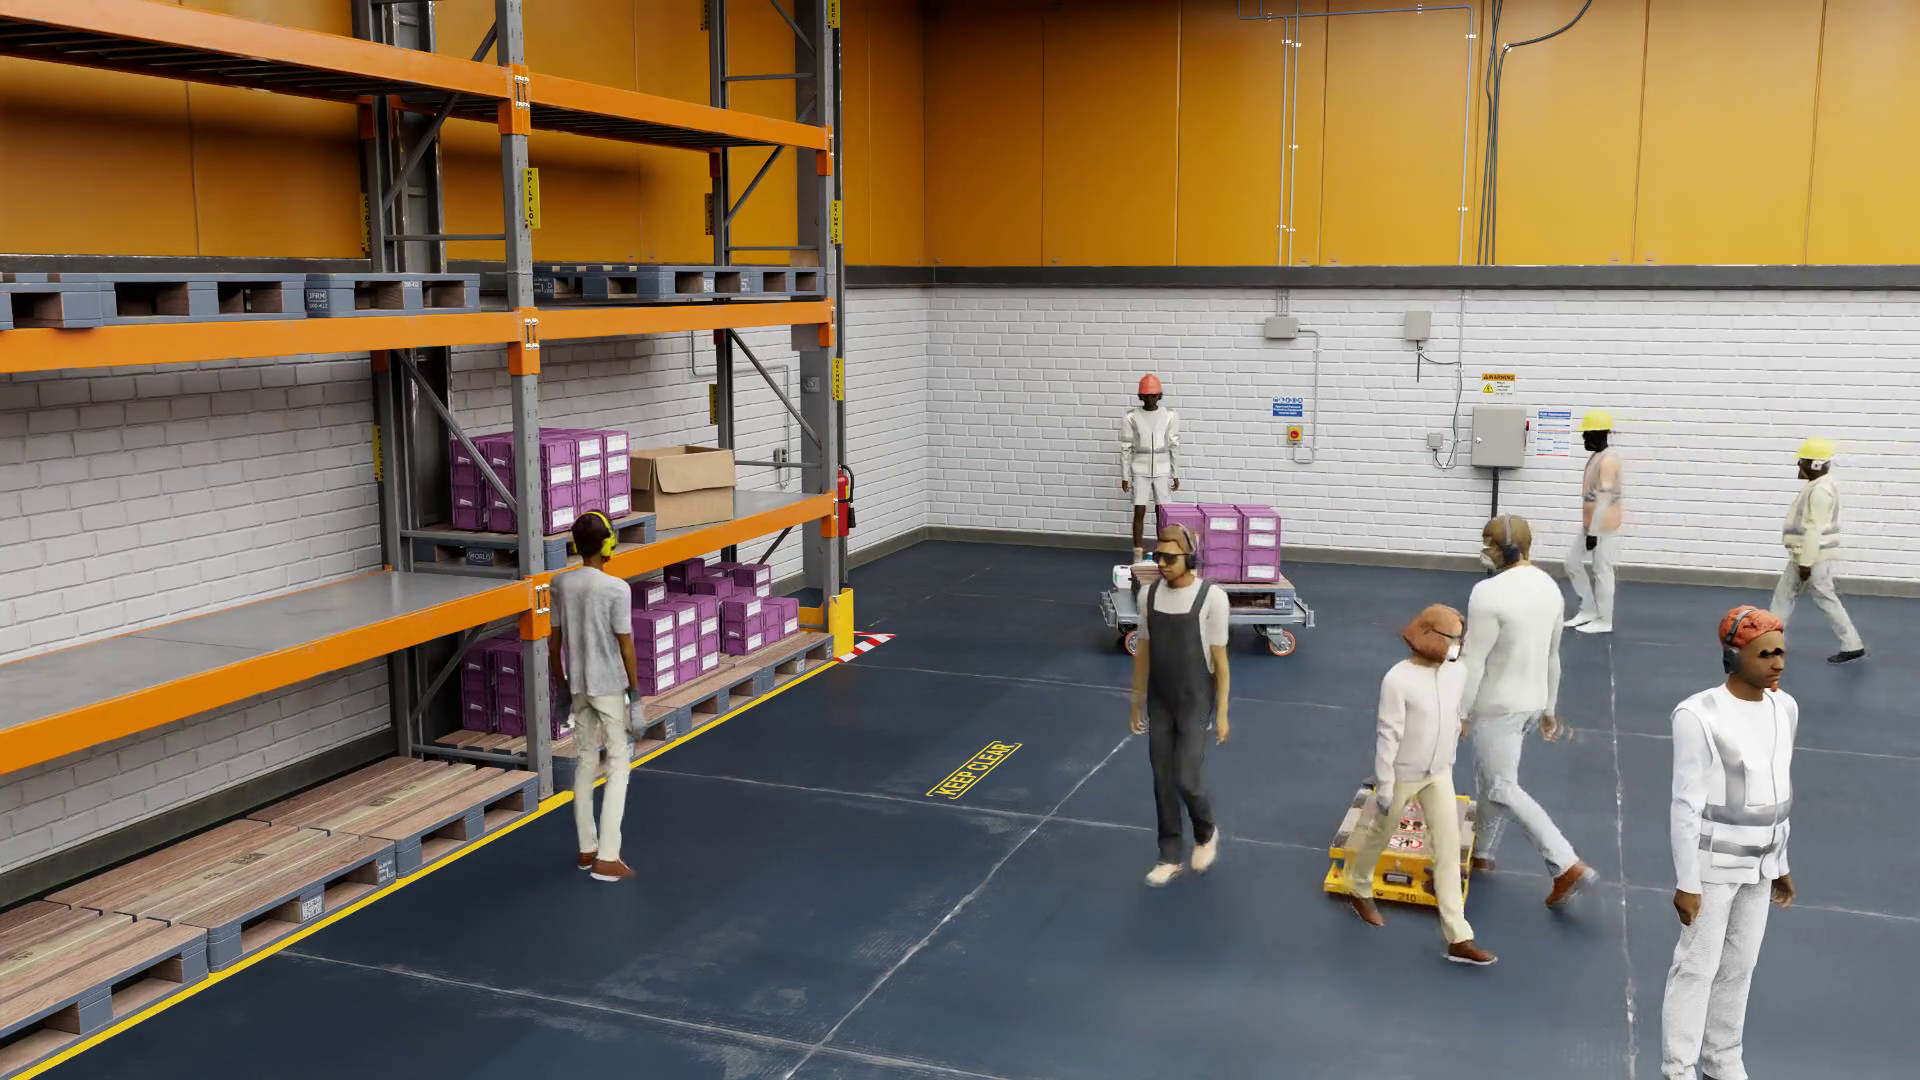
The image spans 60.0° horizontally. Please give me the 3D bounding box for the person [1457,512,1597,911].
[{"bbox_3d":[2.694,0.811,8.058,0.630,1.905,0.924,-8,12,-40],"label":"person"}]

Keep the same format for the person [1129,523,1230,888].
[{"bbox_3d":[1.081,0.819,8.235,0.541,1.829,0.423,7,11,38],"label":"person"}]

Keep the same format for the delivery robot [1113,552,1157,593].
[{"bbox_3d":[1.722,0.354,14.850,0.707,0.478,0.477,2,9,9],"label":"delivery robot"}]

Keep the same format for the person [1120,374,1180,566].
[{"bbox_3d":[1.959,-0.695,17.134,0.611,2.032,0.419,0,9,-1],"label":"person"}]

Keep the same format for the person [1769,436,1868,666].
[{"bbox_3d":[6.667,0.086,12.971,0.911,1.792,0.603,4,10,23],"label":"person"}]

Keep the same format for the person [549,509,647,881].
[{"bbox_3d":[-1.855,0.794,8.397,0.571,1.881,0.526,4,10,26],"label":"person"}]

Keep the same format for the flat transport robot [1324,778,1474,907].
[{"bbox_3d":[2.326,1.538,8.596,0.652,0.197,1.431,4,10,21],"label":"flat transport robot"}]

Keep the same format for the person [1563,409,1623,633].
[{"bbox_3d":[5.325,-0.150,14.055,0.532,1.907,0.616,2,9,9],"label":"person"}]

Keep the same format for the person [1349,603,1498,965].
[{"bbox_3d":[2.061,1.059,7.499,0.525,1.582,0.897,-4,10,-26],"label":"person"}]

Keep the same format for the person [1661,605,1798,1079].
[{"bbox_3d":[2.742,1.165,5.898,0.573,1.883,0.356,-5,10,-29],"label":"person"}]
